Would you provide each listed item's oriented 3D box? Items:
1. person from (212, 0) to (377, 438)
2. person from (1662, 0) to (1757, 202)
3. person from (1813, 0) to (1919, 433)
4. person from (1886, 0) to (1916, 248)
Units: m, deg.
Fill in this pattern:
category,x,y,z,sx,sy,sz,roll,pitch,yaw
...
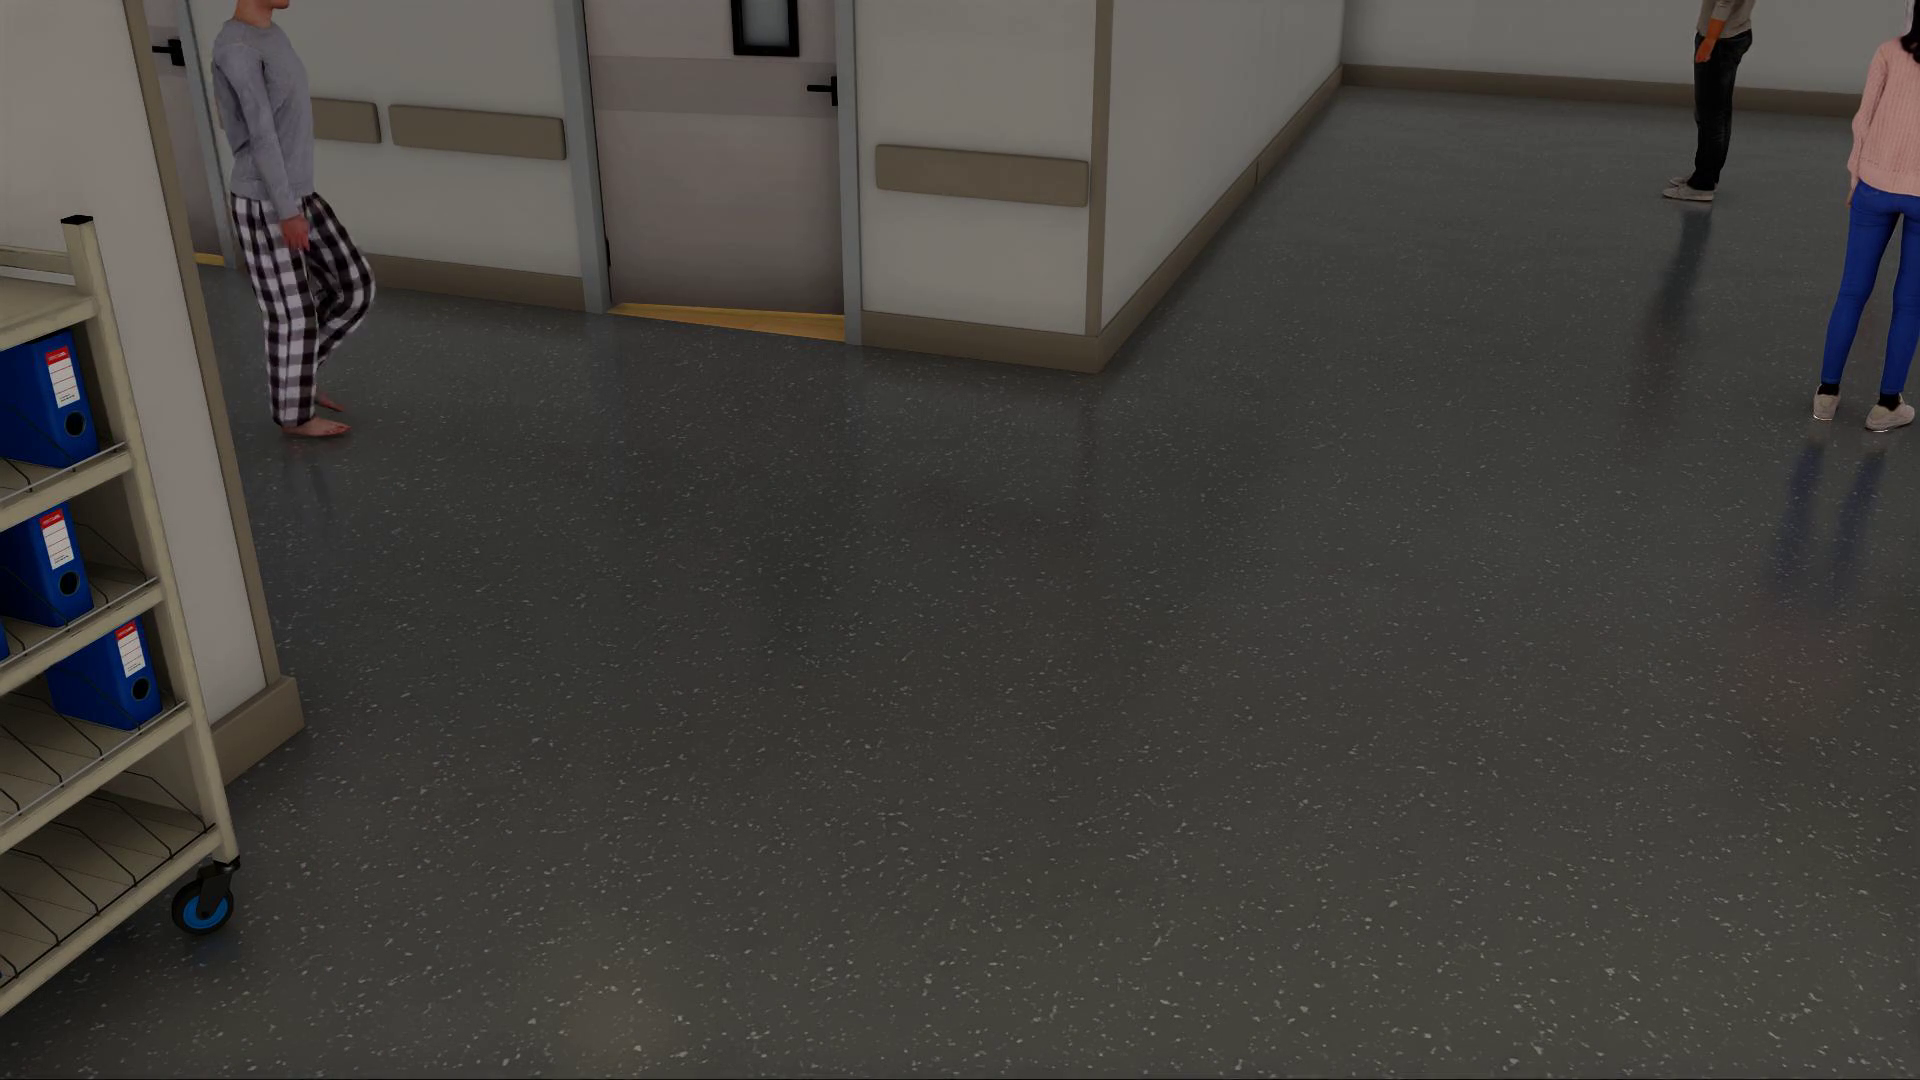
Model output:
category,x,y,z,sx,sy,sz,roll,pitch,yaw
person,-2.589,-1.253,6.110,0.796,1.838,0.698,1,26,1
person,4.367,-2.862,9.475,0.761,1.812,0.583,17,31,32
person,3.558,-1.285,6.254,0.715,1.770,0.683,22,33,37
person,4.911,-2.263,8.343,0.782,1.717,0.801,19,32,34
